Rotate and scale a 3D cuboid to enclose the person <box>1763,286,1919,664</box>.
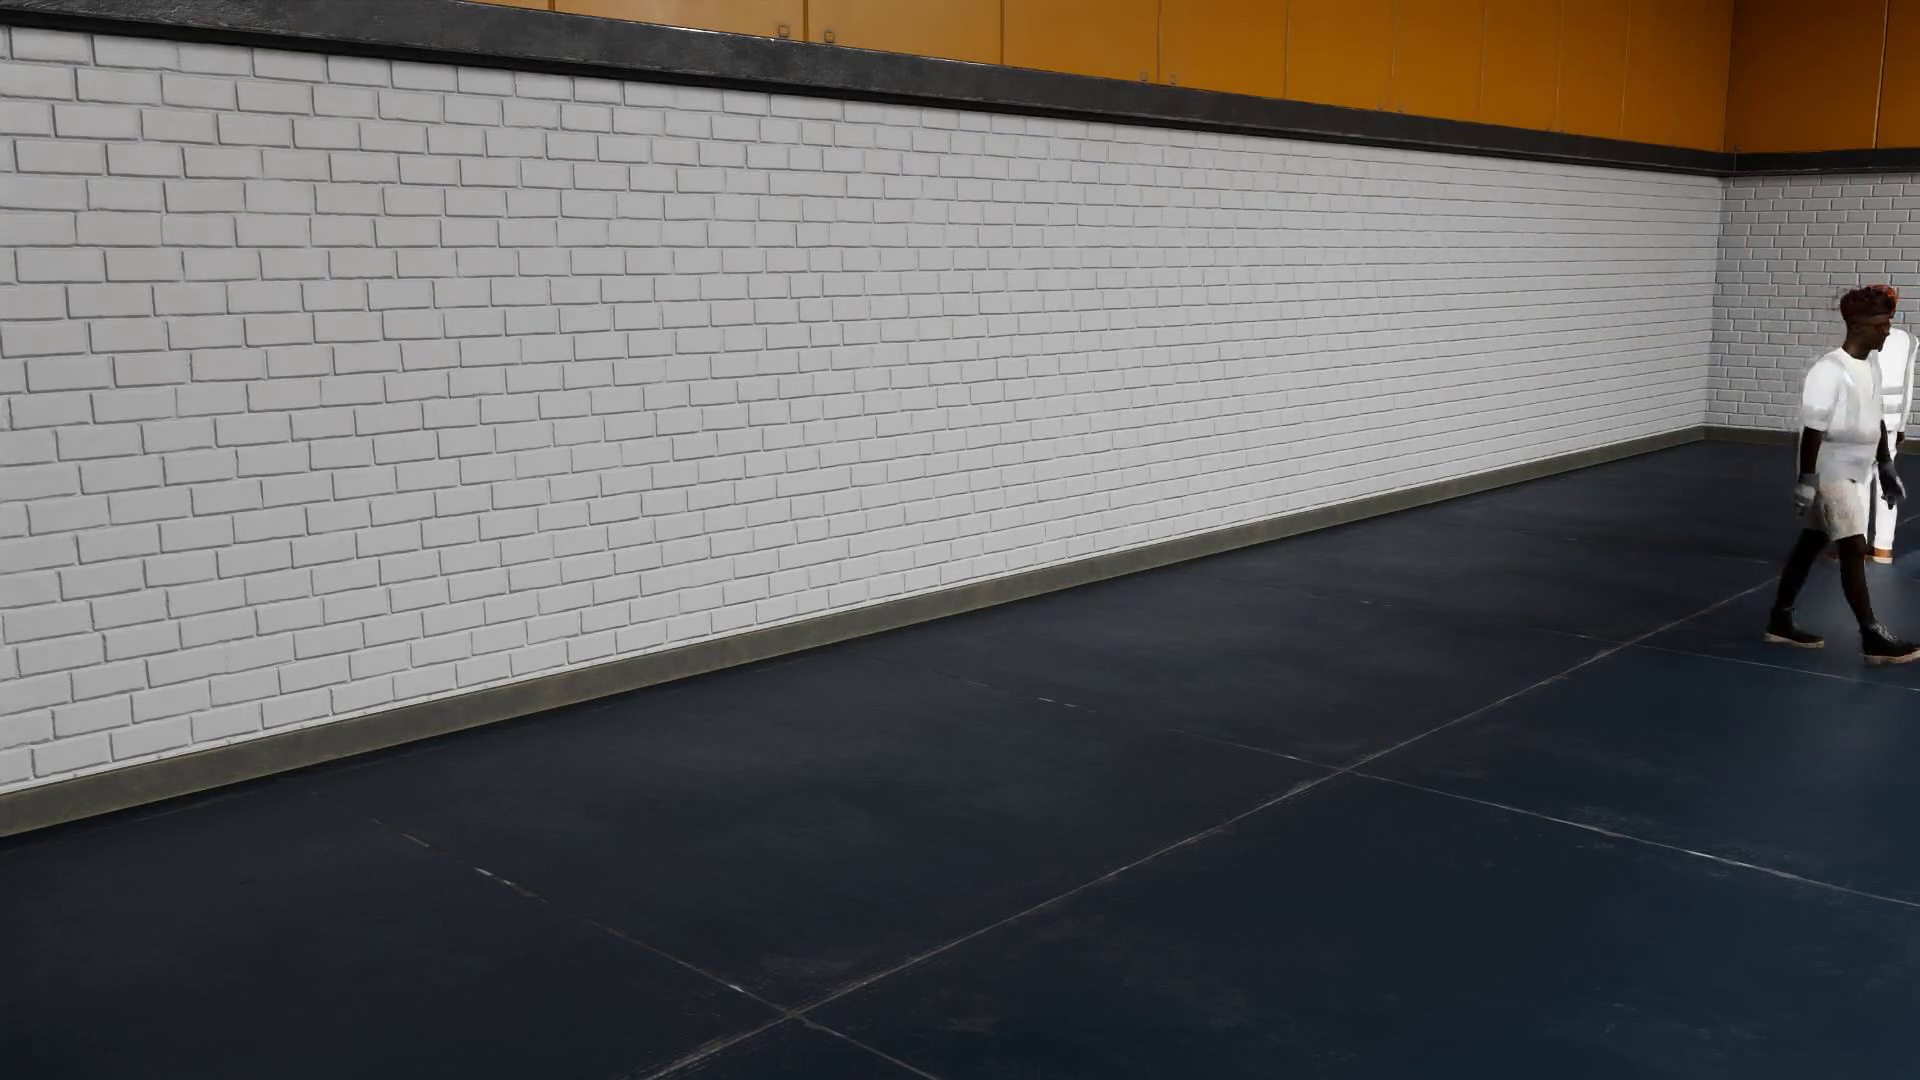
[{"bbox_3d":[4.665,-0.336,8.599,0.635,1.920,0.931,-10,14,-44],"label":"person"}]

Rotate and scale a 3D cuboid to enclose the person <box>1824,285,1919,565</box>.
[{"bbox_3d":[6.131,-0.767,11.193,0.583,1.882,0.337,-3,10,-17],"label":"person"}]
